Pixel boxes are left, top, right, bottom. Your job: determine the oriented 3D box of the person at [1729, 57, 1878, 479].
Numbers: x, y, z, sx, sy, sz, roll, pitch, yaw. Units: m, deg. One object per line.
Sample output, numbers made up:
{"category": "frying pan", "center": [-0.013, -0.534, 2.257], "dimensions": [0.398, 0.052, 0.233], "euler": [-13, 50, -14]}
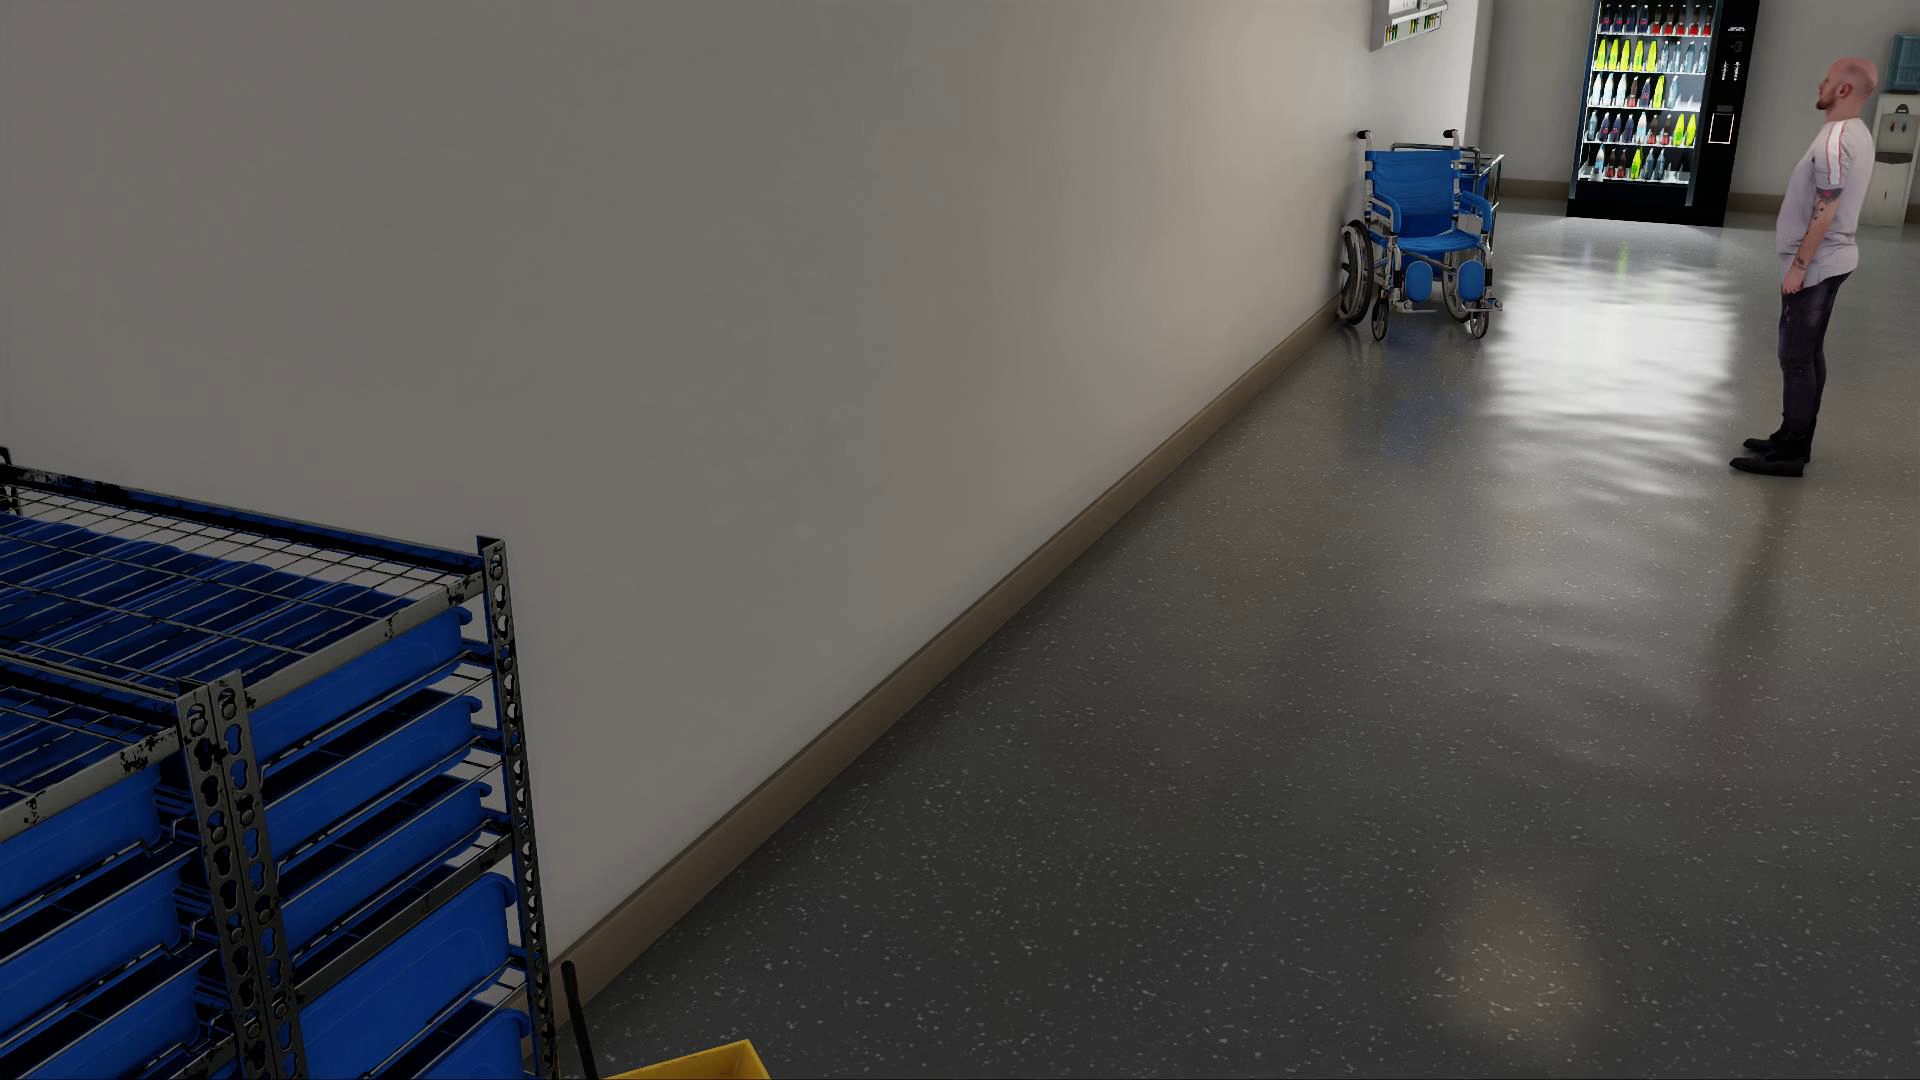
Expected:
{"category": "person", "center": [3.808, -1.206, 7.398], "dimensions": [0.646, 1.833, 0.698], "euler": [14, 25, 33]}
